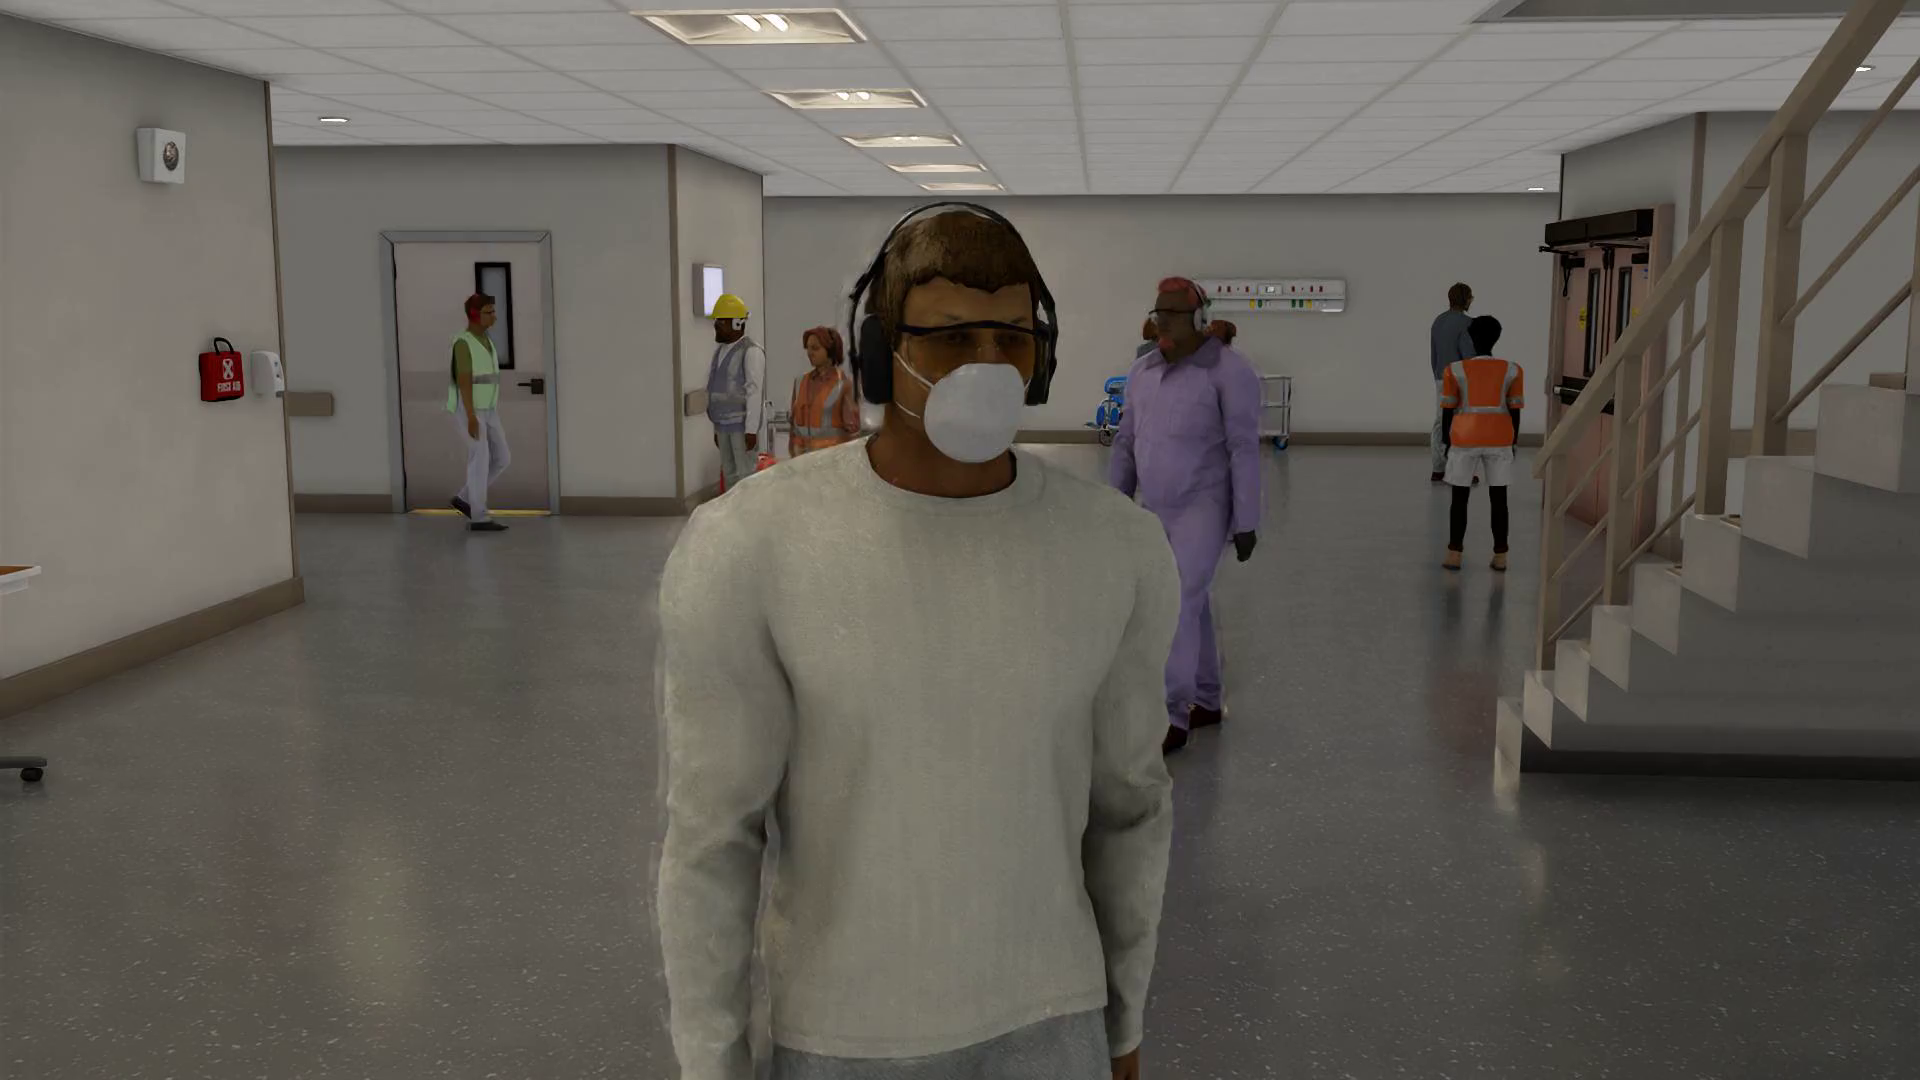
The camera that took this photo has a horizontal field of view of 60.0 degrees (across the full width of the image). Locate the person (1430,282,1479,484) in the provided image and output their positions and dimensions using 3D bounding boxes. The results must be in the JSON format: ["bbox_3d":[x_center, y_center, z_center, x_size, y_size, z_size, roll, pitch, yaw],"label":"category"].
[{"bbox_3d":[4.789,-1.512,16.091,0.373,1.940,0.628,-3,9,-18],"label":"person"}]

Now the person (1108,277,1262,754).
[{"bbox_3d":[0.837,-0.102,6.699,0.836,1.879,0.649,-6,10,-36],"label":"person"}]

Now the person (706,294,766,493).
[{"bbox_3d":[-1.599,-0.827,11.823,0.403,1.827,0.598,-6,10,-35],"label":"person"}]

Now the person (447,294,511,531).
[{"bbox_3d":[-3.701,-0.969,12.782,0.432,1.831,0.561,1,8,7],"label":"person"}]

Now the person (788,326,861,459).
[{"bbox_3d":[-0.780,-0.406,9.580,0.513,1.641,0.307,6,10,37],"label":"person"}]

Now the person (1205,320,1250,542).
[{"bbox_3d":[1.898,-0.796,12.247,0.515,1.636,0.314,4,9,25],"label":"person"}]

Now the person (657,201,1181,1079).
[{"bbox_3d":[-0.048,0.564,2.031,0.639,1.923,0.737,-2,9,-16],"label":"person"}]

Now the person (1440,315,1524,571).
[{"bbox_3d":[3.433,-0.635,10.973,0.536,1.687,0.324,1,8,9],"label":"person"}]
